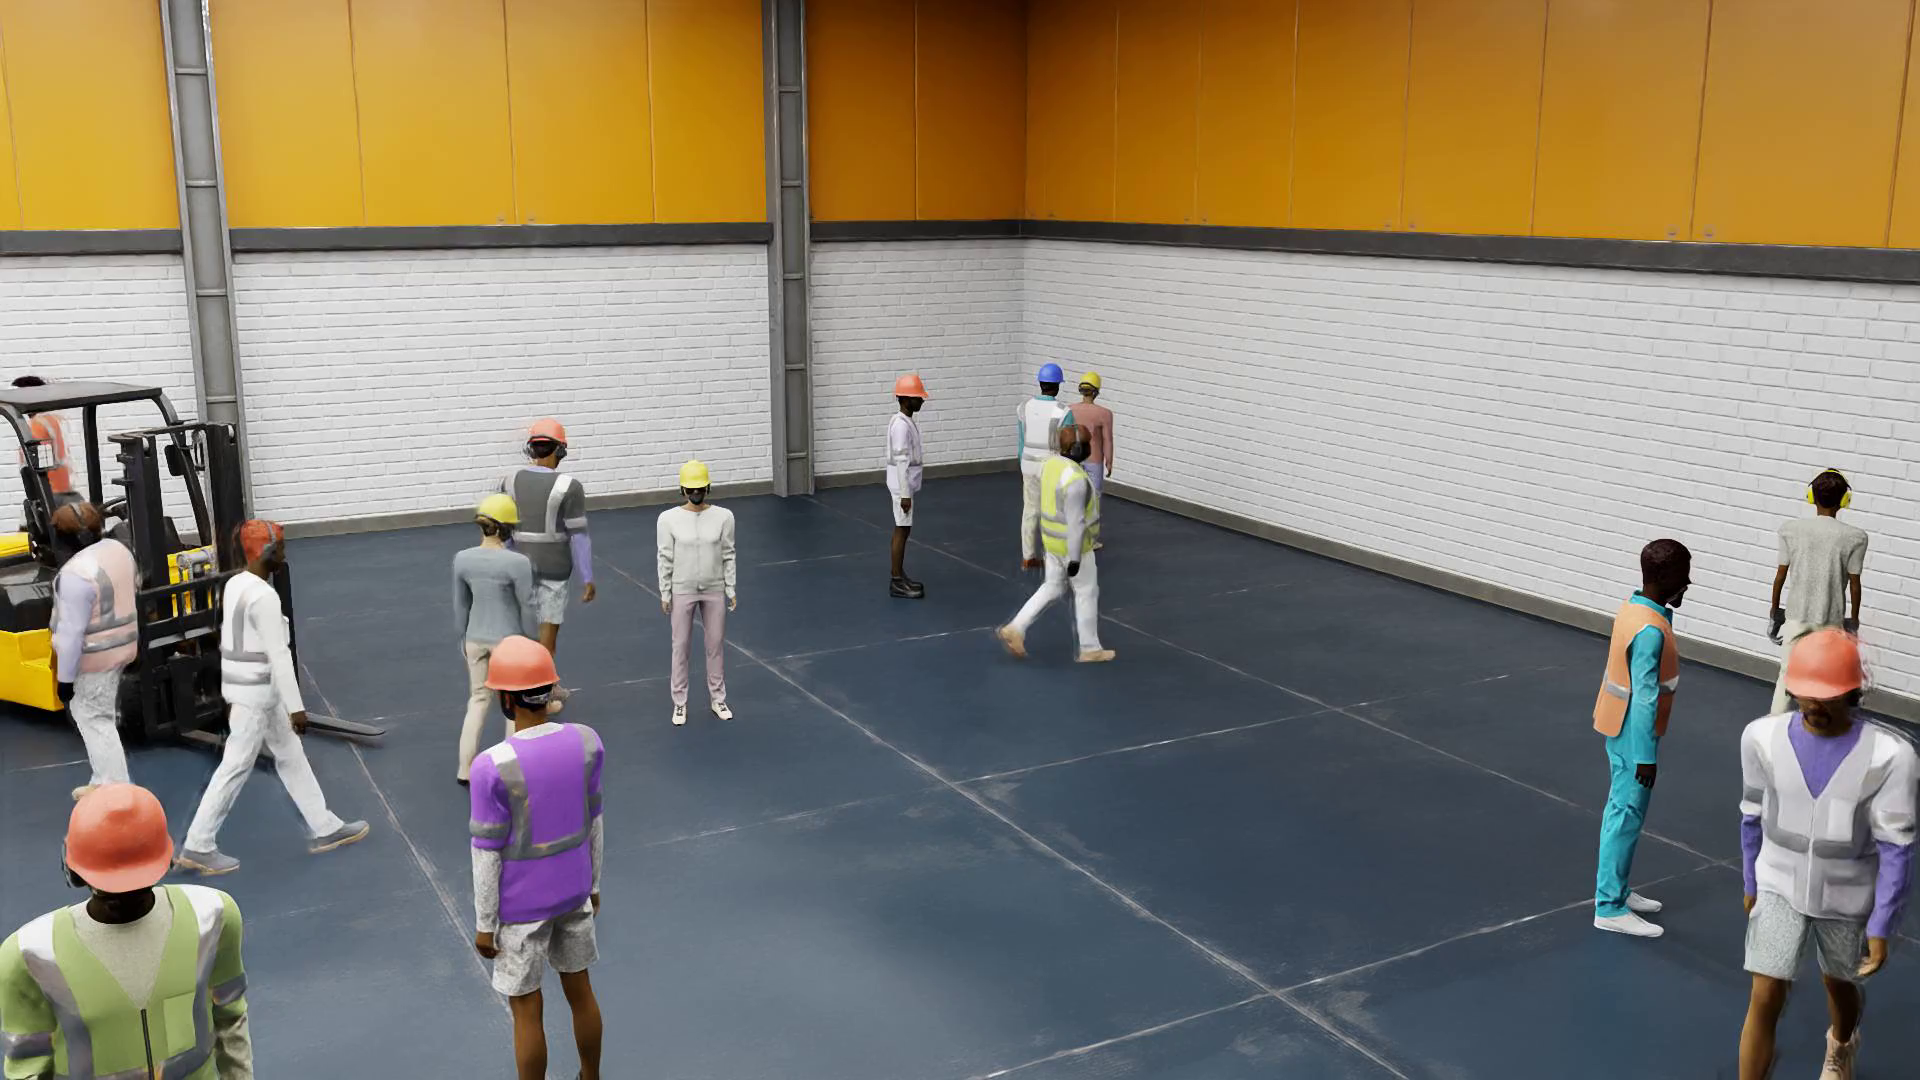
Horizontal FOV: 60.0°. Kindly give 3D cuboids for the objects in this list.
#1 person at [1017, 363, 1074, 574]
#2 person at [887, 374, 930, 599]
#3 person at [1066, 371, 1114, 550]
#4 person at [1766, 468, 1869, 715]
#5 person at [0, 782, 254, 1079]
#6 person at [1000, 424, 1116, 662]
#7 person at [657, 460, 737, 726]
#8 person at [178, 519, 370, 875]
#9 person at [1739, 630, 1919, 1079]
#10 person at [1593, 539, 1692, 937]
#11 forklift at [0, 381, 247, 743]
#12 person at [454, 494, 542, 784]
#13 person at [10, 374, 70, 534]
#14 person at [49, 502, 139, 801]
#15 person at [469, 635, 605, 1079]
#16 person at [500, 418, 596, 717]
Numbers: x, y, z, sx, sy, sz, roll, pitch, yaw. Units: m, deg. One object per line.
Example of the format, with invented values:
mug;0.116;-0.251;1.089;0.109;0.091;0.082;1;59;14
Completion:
person;0.795;-0.650;15.266;0.601;1.939;0.411;8;15;34
person;-0.446;-0.468;14.401;0.375;1.935;0.551;0;12;-1
person;1.242;-0.766;16.238;0.532;1.756;0.339;4;13;18
person;5.177;0.494;10.086;0.508;1.861;0.328;9;15;35
person;-2.165;1.609;4.438;0.605;2.034;0.390;-10;16;-40
person;0.737;0.037;12.324;0.814;1.823;0.621;-5;13;-21
person;-1.729;0.343;11.003;0.525;1.769;0.315;-4;13;-20
person;-3.672;0.812;8.678;0.965;1.829;0.661;-8;14;-32
person;3.173;1.271;6.156;0.608;1.989;1.073;10;15;38
person;3.225;0.927;7.934;0.397;1.911;0.587;4;13;18
forklift;-5.853;0.085;11.199;2.313;2.155;1.214;7;14;28
person;-2.723;0.602;9.855;0.559;1.740;0.396;4;13;18
person;-7.868;-0.443;14.246;0.421;1.948;0.641;-4;13;-17
person;-4.935;0.676;9.323;0.614;1.812;0.654;-1;12;-3
person;-1.564;1.298;6.148;0.388;1.930;0.544;10;16;40
person;-2.733;0.193;11.130;0.662;2.001;0.687;5;13;22
